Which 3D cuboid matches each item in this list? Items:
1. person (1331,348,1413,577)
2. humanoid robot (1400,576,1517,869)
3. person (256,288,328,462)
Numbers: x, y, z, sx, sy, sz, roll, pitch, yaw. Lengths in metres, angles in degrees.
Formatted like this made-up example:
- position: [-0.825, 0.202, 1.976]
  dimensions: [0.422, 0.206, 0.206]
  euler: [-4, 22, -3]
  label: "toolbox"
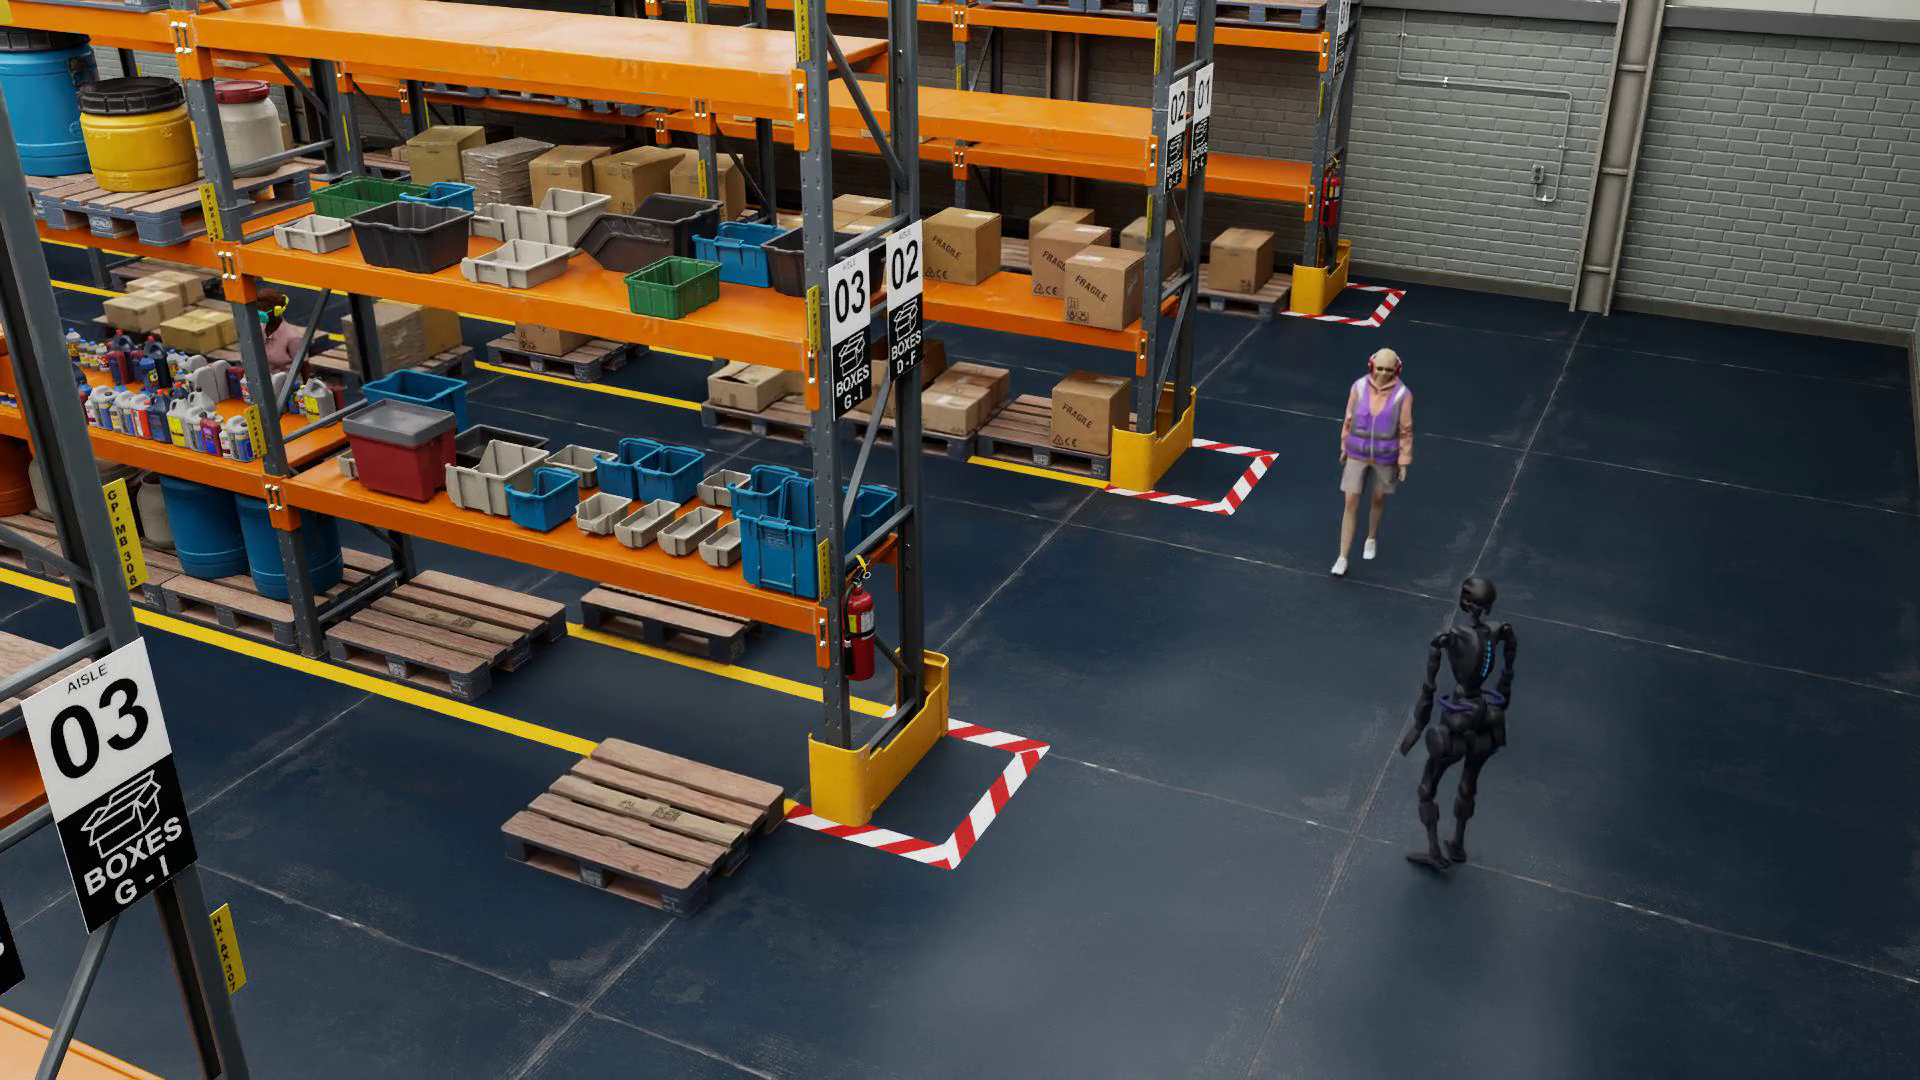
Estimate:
- position: [2.946, -0.552, 11.839]
  dimensions: [0.517, 1.659, 0.733]
  euler: [10, 28, 19]
  label: "person"
- position: [2.647, 0.974, 8.743]
  dimensions: [0.601, 1.643, 0.384]
  euler: [-9, 28, -18]
  label: "humanoid robot"
- position: [-5.138, -1.058, 12.720]
  dimensions: [0.521, 1.801, 0.333]
  euler: [11, 28, 21]
  label: "person"
